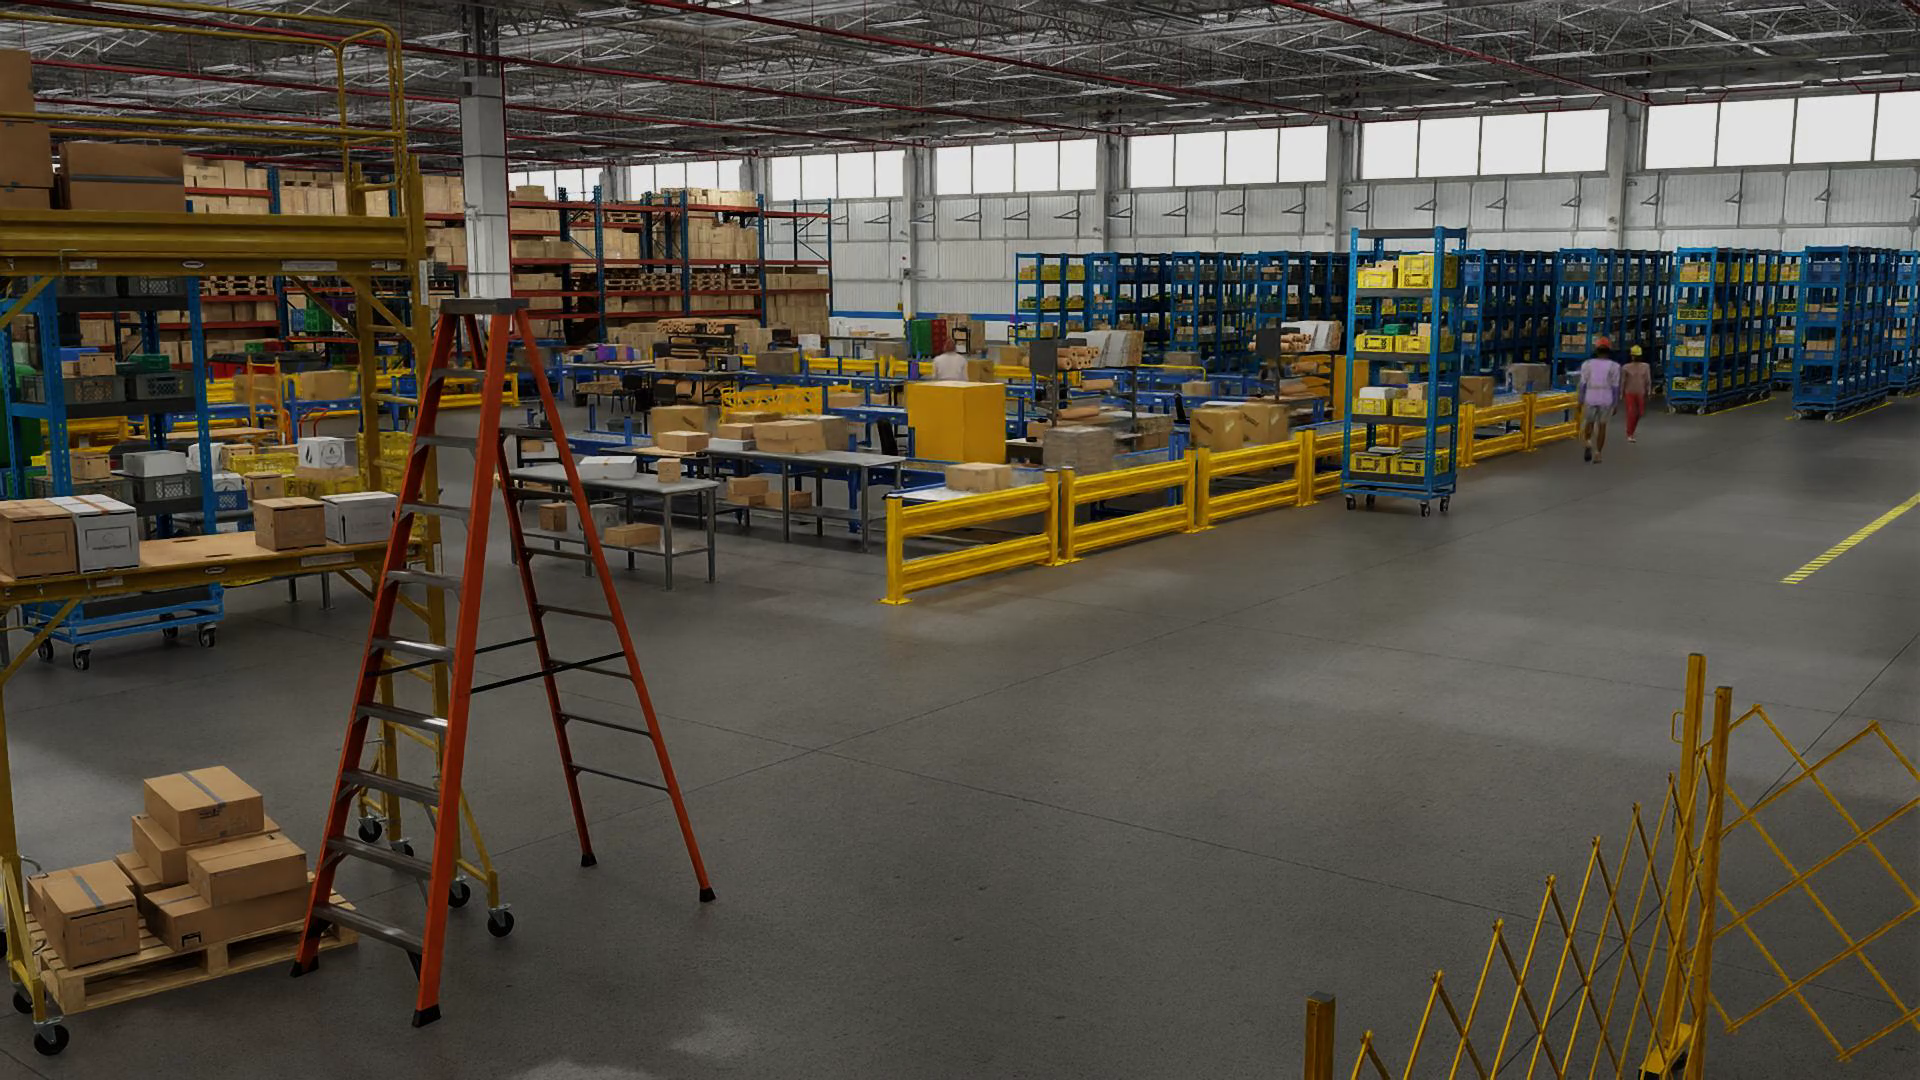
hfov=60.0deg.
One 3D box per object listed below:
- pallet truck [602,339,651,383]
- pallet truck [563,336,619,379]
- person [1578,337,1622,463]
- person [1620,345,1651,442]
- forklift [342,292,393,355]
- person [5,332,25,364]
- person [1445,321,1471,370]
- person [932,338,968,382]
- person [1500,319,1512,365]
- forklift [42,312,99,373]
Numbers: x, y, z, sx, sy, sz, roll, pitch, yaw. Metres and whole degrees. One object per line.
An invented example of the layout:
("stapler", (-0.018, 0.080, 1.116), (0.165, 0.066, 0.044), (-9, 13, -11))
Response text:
("pallet truck", (-8.991, -4.871, 45.351), (0.653, 1.274, 1.630), (7, 11, 37))
("pallet truck", (-10.690, -5.294, 48.215), (1.601, 1.201, 0.680), (-5, 10, -26))
("person", (10.202, -2.223, 26.546), (0.640, 2.031, 0.481), (5, 11, 31))
("person", (12.226, -2.665, 30.154), (0.536, 1.752, 0.561), (1, 9, 4))
("forklift", (-16.485, -5.622, 45.120), (1.129, 2.768, 1.873), (7, 11, 37))
("person", (-23.396, -4.361, 41.236), (0.790, 1.596, 0.493), (7, 12, 39))
("person", (12.697, -4.676, 42.546), (0.612, 1.802, 0.747), (9, 13, 43))
("person", (-0.179, -2.665, 29.771), (0.659, 1.887, 0.780), (0, 9, 0))
("person", (15.267, -5.423, 46.701), (0.516, 1.971, 0.651), (1, 9, 6))
("forklift", (-23.779, -5.451, 44.052), (1.873, 2.768, 1.129), (7, 11, 36))
